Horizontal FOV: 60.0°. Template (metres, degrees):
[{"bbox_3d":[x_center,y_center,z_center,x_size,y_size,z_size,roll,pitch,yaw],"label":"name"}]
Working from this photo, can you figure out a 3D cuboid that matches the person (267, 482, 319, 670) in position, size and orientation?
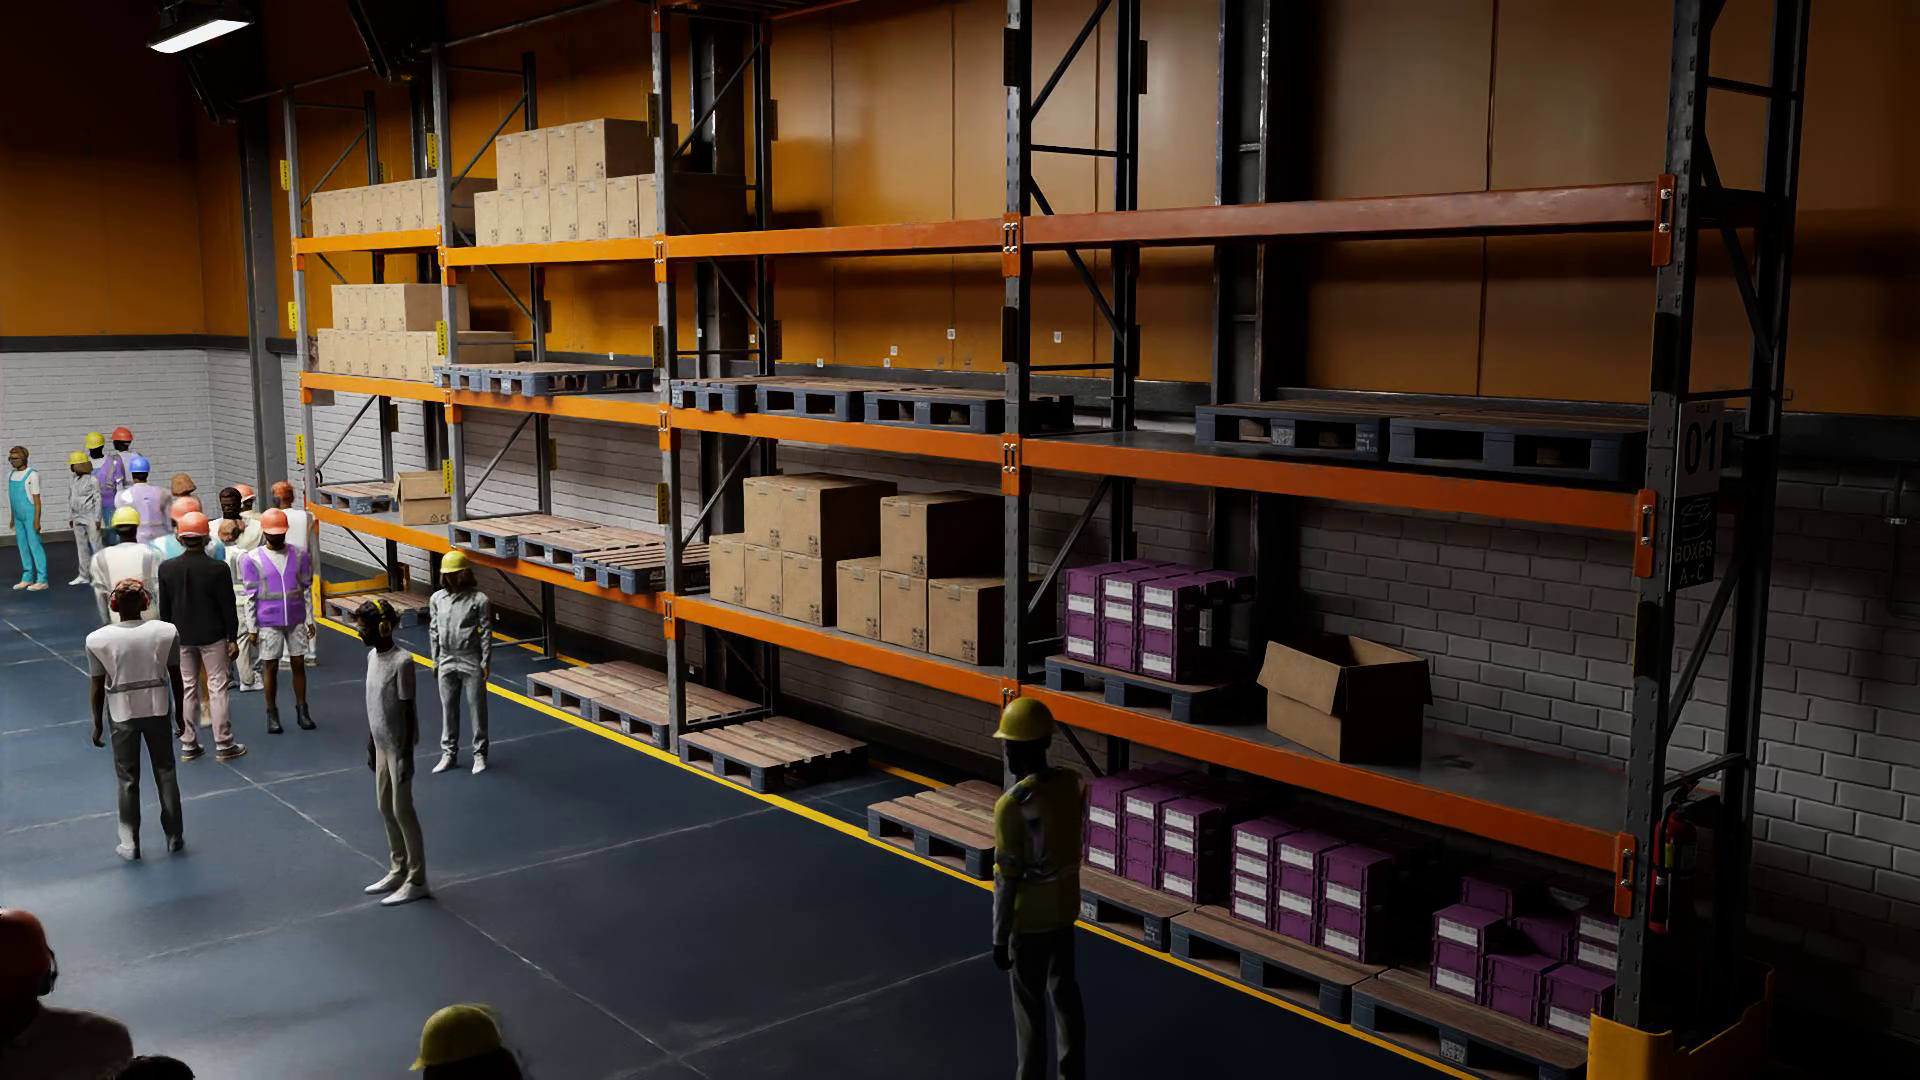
[{"bbox_3d":[-6.639,0.354,16.480,0.363,1.875,0.571,6,10,38],"label":"person"}]

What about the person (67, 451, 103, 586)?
[{"bbox_3d":[-11.220,-0.275,21.308,0.483,1.738,0.313,3,9,18],"label":"person"}]

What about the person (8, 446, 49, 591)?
[{"bbox_3d":[-11.766,-0.270,20.953,0.501,1.839,0.340,4,9,25],"label":"person"}]

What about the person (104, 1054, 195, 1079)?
[{"bbox_3d":[-1.990,2.170,4.060,0.621,1.803,0.637,-7,10,-39],"label":"person"}]

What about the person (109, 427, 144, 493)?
[{"bbox_3d":[-11.339,-0.568,22.632,0.341,1.942,0.552,3,9,23],"label":"person"}]

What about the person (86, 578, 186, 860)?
[{"bbox_3d":[-5.374,1.169,10.887,0.563,1.848,0.389,-6,10,-34],"label":"person"}]

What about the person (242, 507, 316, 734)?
[{"bbox_3d":[-5.736,0.677,14.054,0.549,1.925,0.384,-6,10,-37],"label":"person"}]

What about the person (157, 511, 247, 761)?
[{"bbox_3d":[-6.004,0.767,13.167,0.612,1.997,0.375,0,8,2],"label":"person"}]

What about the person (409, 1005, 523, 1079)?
[{"bbox_3d":[-1.274,2.134,4.693,0.541,1.688,0.791,8,11,43],"label":"person"}]

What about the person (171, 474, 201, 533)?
[{"bbox_3d":[-9.071,0.036,19.546,0.285,1.629,0.503,1,8,7],"label":"person"}]

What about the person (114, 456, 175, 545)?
[{"bbox_3d":[-8.964,0.051,18.309,0.605,1.949,0.399,-8,11,-43],"label":"person"}]

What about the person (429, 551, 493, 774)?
[{"bbox_3d":[-3.849,0.943,12.820,0.487,1.744,0.312,1,8,7],"label":"person"}]

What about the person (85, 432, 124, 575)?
[{"bbox_3d":[-11.444,-0.484,22.137,0.585,1.917,0.382,-2,8,-13],"label":"person"}]

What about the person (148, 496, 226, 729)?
[{"bbox_3d":[-6.619,0.597,14.333,0.659,2.009,0.689,-3,9,-22],"label":"person"}]

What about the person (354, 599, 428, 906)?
[{"bbox_3d":[-3.476,1.277,10.130,0.526,1.856,0.344,8,11,44],"label":"person"}]

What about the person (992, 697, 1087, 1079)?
[{"bbox_3d":[0.328,1.642,7.389,0.404,1.917,0.583,7,11,41],"label":"person"}]

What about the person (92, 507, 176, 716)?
[{"bbox_3d":[-7.056,0.659,14.285,0.611,1.883,0.851,-2,8,-13],"label":"person"}]

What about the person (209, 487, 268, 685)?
[{"bbox_3d":[-6.789,0.453,15.615,0.597,1.918,0.379,-2,8,-13],"label":"person"}]

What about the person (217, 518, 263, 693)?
[{"bbox_3d":[-6.765,0.608,15.516,0.511,1.638,0.307,4,9,26],"label":"person"}]

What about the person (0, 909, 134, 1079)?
[{"bbox_3d":[-2.640,1.991,4.717,0.617,1.984,0.408,-3,9,-21],"label":"person"}]
